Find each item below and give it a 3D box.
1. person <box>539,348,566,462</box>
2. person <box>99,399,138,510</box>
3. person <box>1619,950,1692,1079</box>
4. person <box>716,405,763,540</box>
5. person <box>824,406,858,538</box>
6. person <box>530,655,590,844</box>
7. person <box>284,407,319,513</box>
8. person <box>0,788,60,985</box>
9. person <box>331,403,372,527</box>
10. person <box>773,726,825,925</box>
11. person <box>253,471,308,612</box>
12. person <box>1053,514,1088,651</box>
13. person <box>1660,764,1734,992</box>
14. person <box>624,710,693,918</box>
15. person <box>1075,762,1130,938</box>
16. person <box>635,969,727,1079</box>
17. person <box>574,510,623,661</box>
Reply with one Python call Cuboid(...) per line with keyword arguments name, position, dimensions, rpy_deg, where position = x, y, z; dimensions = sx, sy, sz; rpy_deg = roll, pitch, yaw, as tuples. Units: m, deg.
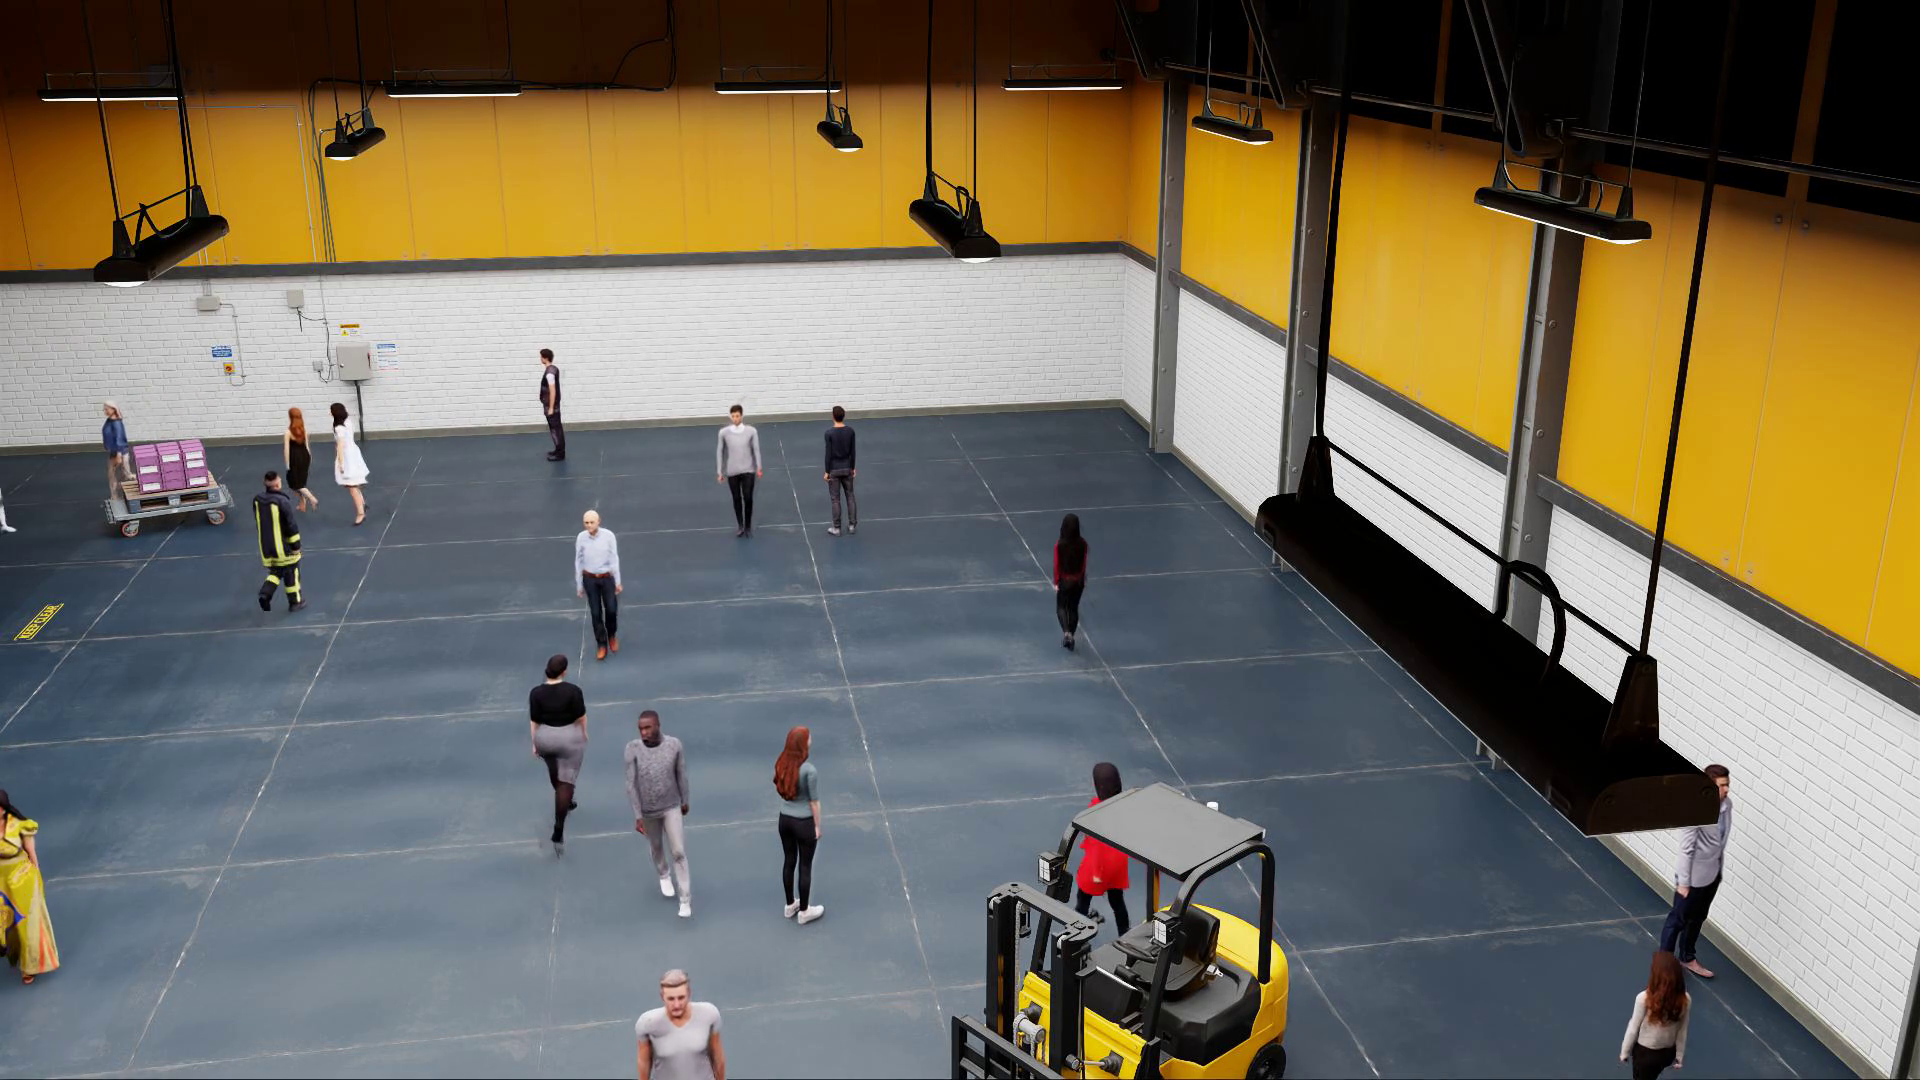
Cuboid(name="person", position=(-6.687, -2.237, 27.323), dimensions=(0.717, 1.848, 0.504), rpy_deg=(-3, 19, -8))
Cuboid(name="person", position=(-12.417, -1.277, 24.753), dimensions=(1.025, 1.669, 1.101), rpy_deg=(-14, 23, -35))
Cuboid(name="person", position=(4.650, 3.452, 11.041), dimensions=(0.588, 1.459, 0.982), rpy_deg=(-2, 19, -6))
Cuboid(name="person", position=(-3.098, -1.001, 23.559), dimensions=(0.859, 1.907, 0.888), rpy_deg=(1, 19, 2))
Cuboid(name="person", position=(-1.692, -0.983, 23.567), dimensions=(0.688, 1.869, 0.644), rpy_deg=(-9, 21, -26))
Cuboid(name="person", position=(-3.652, 1.937, 15.154), dimensions=(0.837, 1.704, 1.233), rpy_deg=(1, 19, 2))
Cuboid(name="person", position=(-9.667, -1.139, 24.441), dimensions=(0.920, 1.606, 0.894), rpy_deg=(10, 21, 27))
Cuboid(name="person", position=(-7.462, 2.659, 13.100), dimensions=(0.790, 1.646, 0.958), rpy_deg=(-6, 20, -17))
Cuboid(name="person", position=(-8.769, -1.110, 24.072), dimensions=(0.838, 1.788, 0.715), rpy_deg=(-4, 19, -13))
Cuboid(name="person", position=(-1.352, 2.361, 13.839), dimensions=(0.645, 1.741, 0.704), rpy_deg=(12, 22, 33))
Cuboid(name="person", position=(-8.481, 0.042, 20.557), dimensions=(0.959, 1.848, 1.039), rpy_deg=(6, 19, 17))
Cuboid(name="person", position=(1.329, 0.527, 19.435), dimensions=(0.611, 1.645, 0.643), rpy_deg=(-5, 19, -16))
Cuboid(name="person", position=(5.775, 2.584, 13.001), dimensions=(0.748, 1.852, 0.709), rpy_deg=(-10, 21, -28))
Cuboid(name="person", position=(-2.562, 2.247, 14.091), dimensions=(0.689, 1.796, 1.077), rpy_deg=(-5, 19, -14))
Cuboid(name="person", position=(1.228, 2.605, 13.151), dimensions=(1.031, 1.716, 0.969), rpy_deg=(12, 22, 32))
Cuboid(name="person", position=(-1.746, 3.445, 10.504), dimensions=(0.720, 1.815, 0.670), rpy_deg=(-6, 20, -17))
Cuboid(name="person", position=(-4.188, 0.480, 19.356), dimensions=(0.687, 1.784, 0.680), rpy_deg=(-2, 19, -6))
